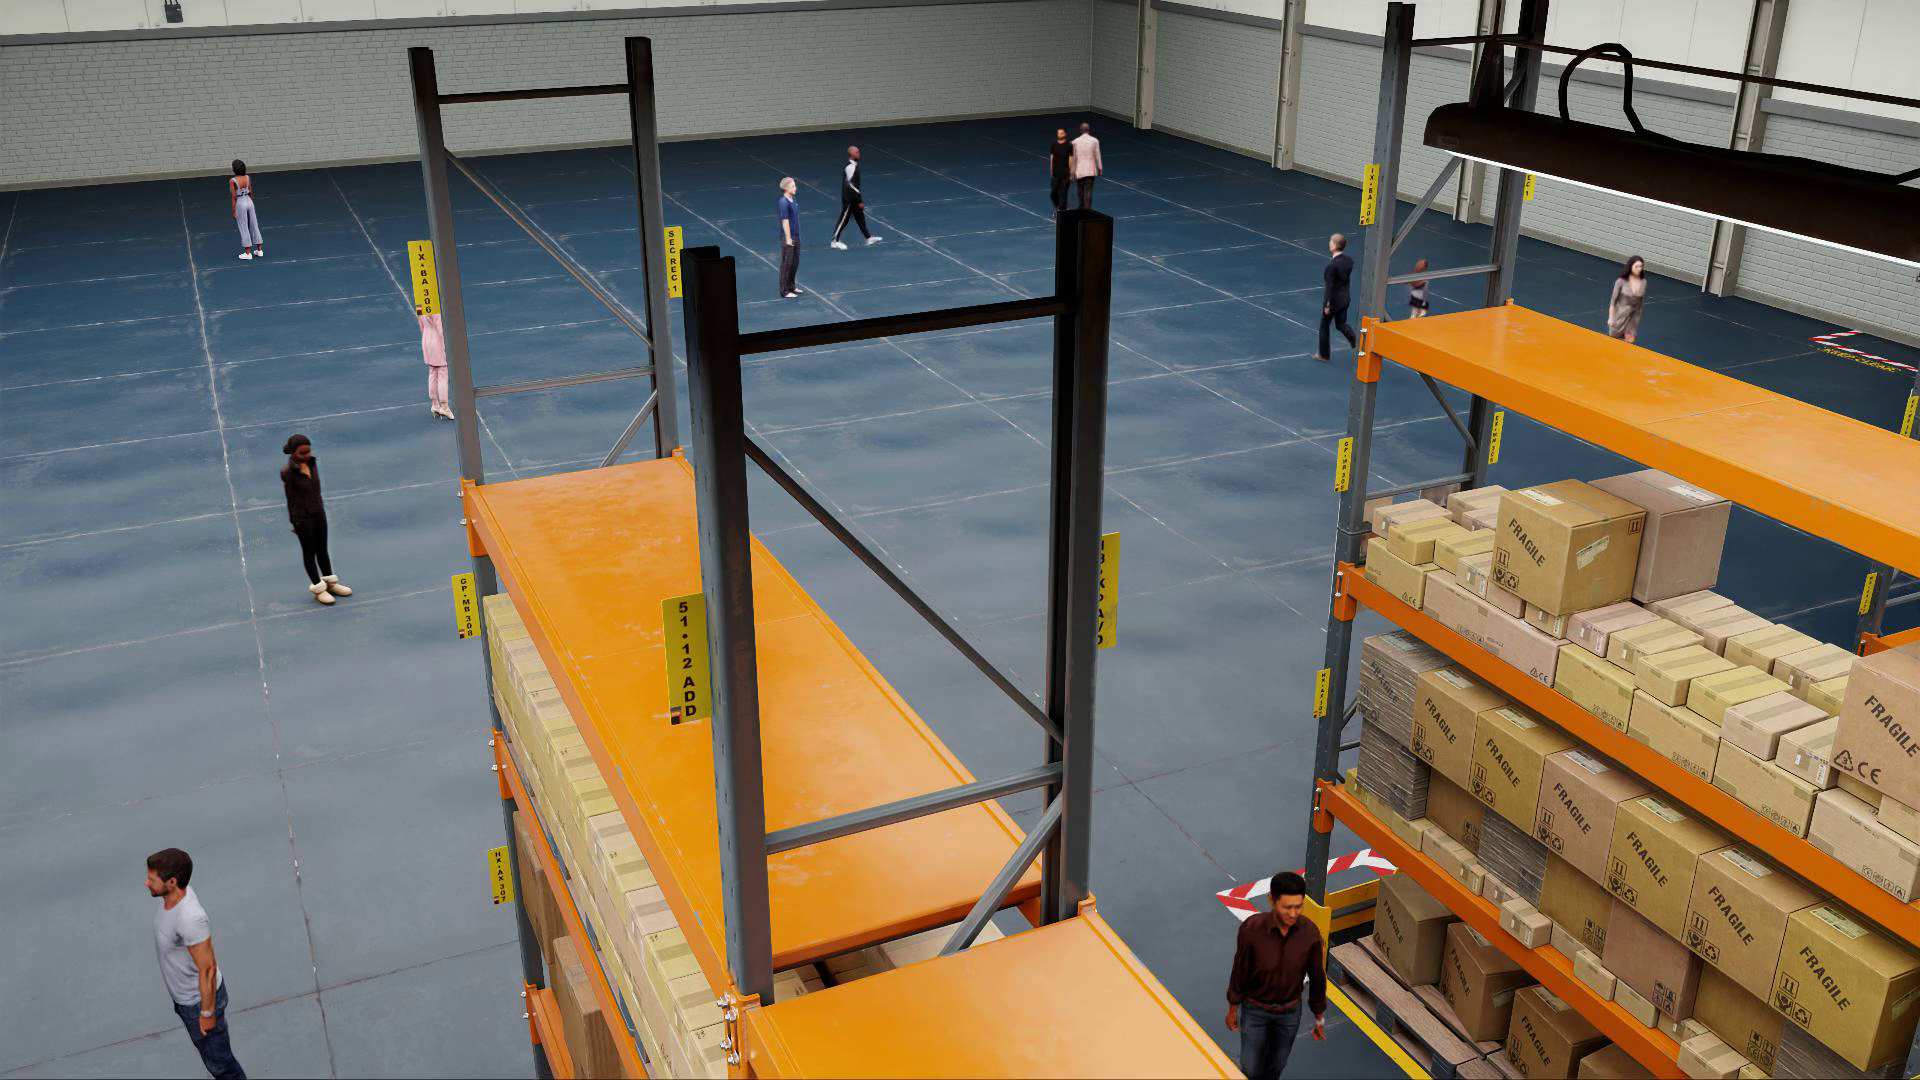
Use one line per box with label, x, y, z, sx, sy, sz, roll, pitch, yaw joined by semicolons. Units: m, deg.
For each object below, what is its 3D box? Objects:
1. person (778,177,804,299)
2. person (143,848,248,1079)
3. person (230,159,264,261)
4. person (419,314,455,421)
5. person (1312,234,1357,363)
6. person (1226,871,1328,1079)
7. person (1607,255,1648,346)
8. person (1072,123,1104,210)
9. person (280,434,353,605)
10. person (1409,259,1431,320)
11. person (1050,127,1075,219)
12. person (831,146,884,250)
person;-2.700;-4.784;26.273;0.779;1.866;0.705;7;24;16
person;-4.184;2.496;9.153;0.744;1.865;0.556;-18;29;-36
person;-12.331;-5.709;28.665;0.695;1.696;0.660;13;26;27
person;-6.538;-2.386;20.713;0.593;1.803;0.744;20;30;39
person;5.241;-3.285;22.836;0.815;1.796;1.067;-17;28;-34
person;1.698;2.541;9.170;0.757;1.770;0.717;-1;23;-2
person;8.807;-2.941;22.120;0.902;1.723;1.146;0;23;0
person;2.364;-6.939;31.466;1.107;1.767;1.209;7;24;15
person;-6.202;-0.222;15.806;0.779;1.661;0.718;15;27;32
person;6.705;-3.566;24.394;0.586;1.095;0.498;-19;29;-37
person;1.952;-6.952;31.523;0.781;1.746;0.839;7;24;17
person;-2.023;-6.003;29.236;1.147;1.790;1.207;2;23;5
